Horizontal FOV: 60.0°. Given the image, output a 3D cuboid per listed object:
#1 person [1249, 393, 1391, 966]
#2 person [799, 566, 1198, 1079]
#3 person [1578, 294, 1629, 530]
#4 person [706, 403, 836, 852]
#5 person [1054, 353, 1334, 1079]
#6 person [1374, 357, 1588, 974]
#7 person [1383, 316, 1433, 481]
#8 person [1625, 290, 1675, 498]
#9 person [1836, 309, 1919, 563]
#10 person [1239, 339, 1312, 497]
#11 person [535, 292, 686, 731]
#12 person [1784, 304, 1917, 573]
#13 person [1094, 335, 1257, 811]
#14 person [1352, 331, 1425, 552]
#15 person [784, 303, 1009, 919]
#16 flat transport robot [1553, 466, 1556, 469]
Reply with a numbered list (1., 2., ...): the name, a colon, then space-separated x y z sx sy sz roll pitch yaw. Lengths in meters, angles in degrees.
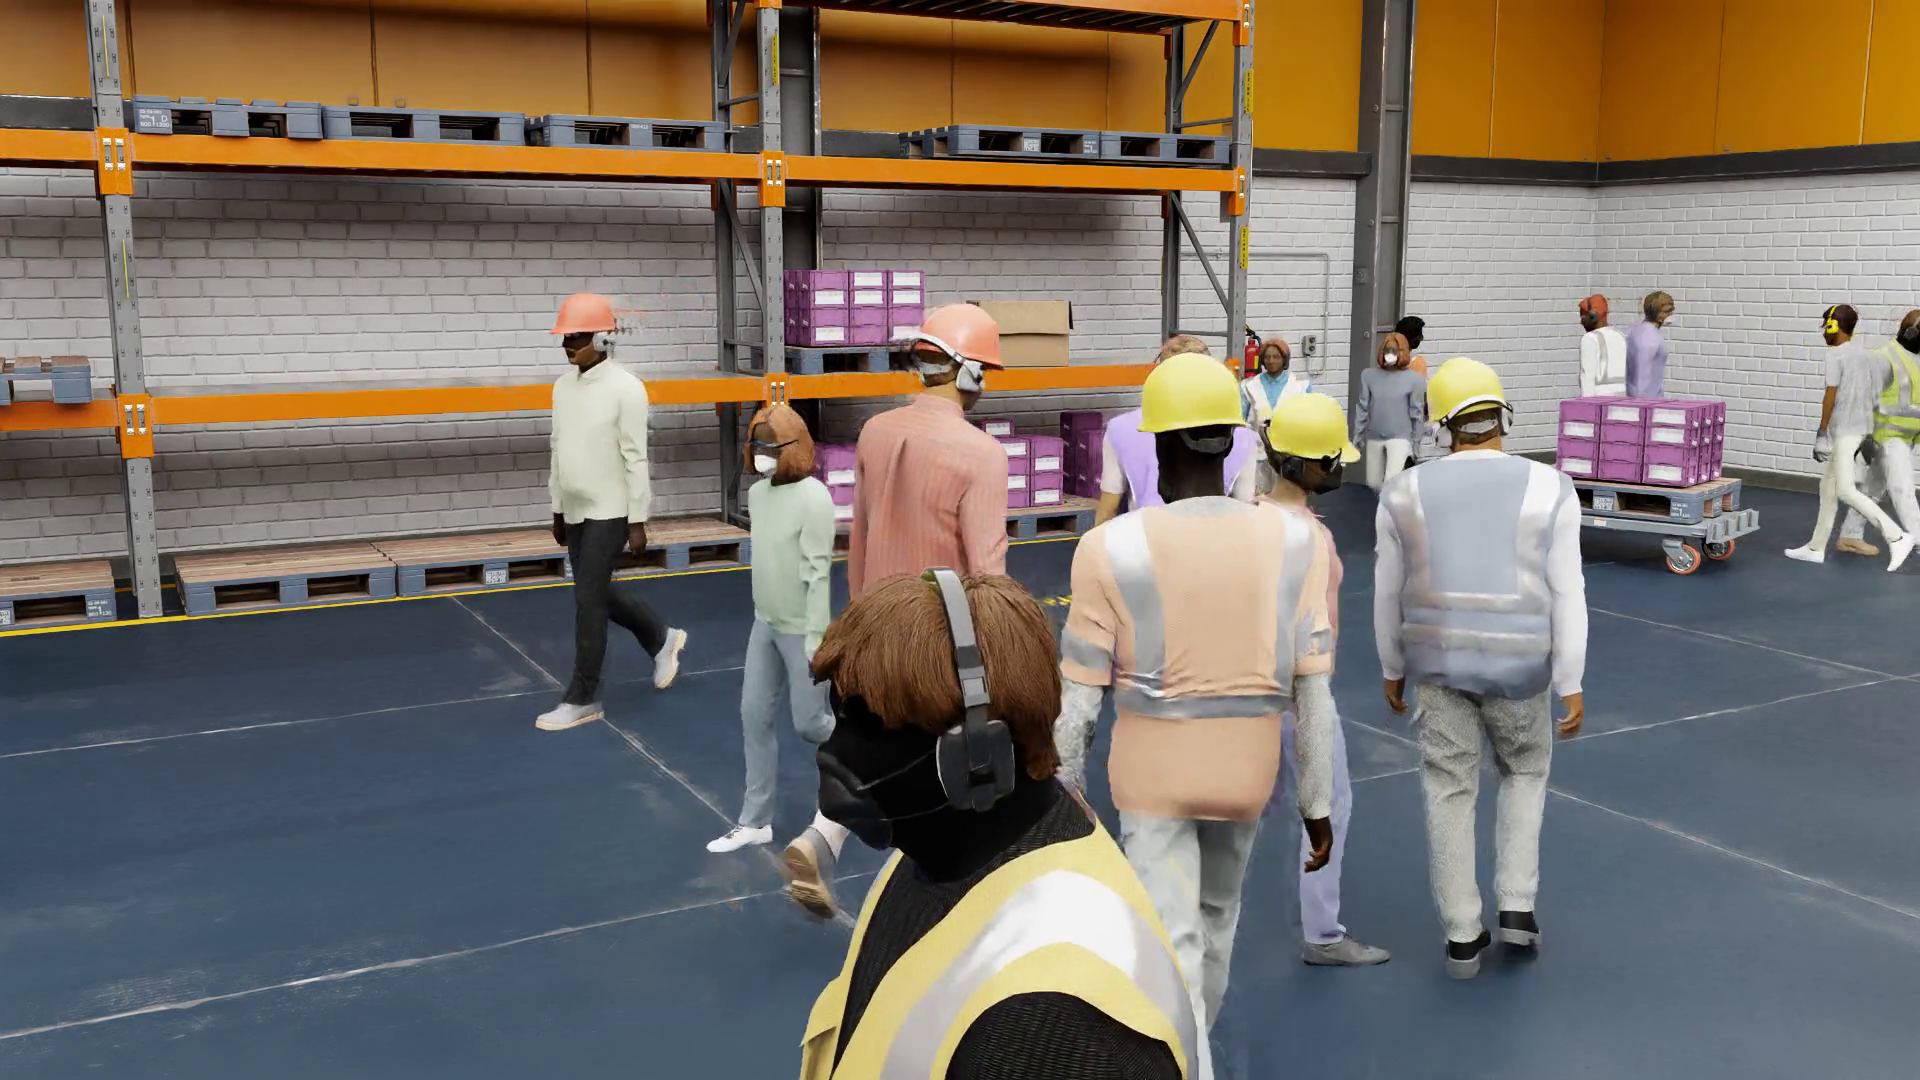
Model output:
1. person: 0.877 0.430 4.818 0.760 1.726 0.539 -2 9 -11
2. person: 0.011 0.907 1.748 0.979 1.784 0.639 -2 9 -10
3. person: 5.037 -1.023 13.283 0.595 1.846 0.794 -6 11 -33
4. person: -0.552 0.305 5.935 0.659 1.611 0.523 -8 12 -40
5. person: 0.500 0.518 3.812 0.609 1.879 0.898 -2 10 -13
6. person: 1.541 0.366 4.956 0.618 1.804 0.537 4 10 24
7. person: 3.572 -0.959 13.418 0.331 1.691 0.538 -3 10 -15
8. person: 5.654 -1.097 13.645 1.038 1.880 0.647 1 9 8
9. person: 6.638 -0.718 11.662 0.660 1.769 1.014 -6 11 -32
10. person: 2.126 -0.578 11.371 0.542 1.590 0.876 3 10 18
11. person: -1.618 -0.157 7.681 0.628 1.966 0.869 8 12 41
12. person: 6.188 -0.704 11.448 0.587 1.824 0.833 -7 12 -38
13. person: 0.783 0.169 6.113 0.609 1.823 0.479 -1 9 -4
14. person: 3.203 -0.745 12.328 0.506 1.608 0.694 7 12 37
15. person: -0.150 0.267 5.079 0.669 1.963 0.641 -9 13 -42
16. flat transport robot: 5.864 -0.590 15.455 0.652 0.197 1.431 9 13 43
